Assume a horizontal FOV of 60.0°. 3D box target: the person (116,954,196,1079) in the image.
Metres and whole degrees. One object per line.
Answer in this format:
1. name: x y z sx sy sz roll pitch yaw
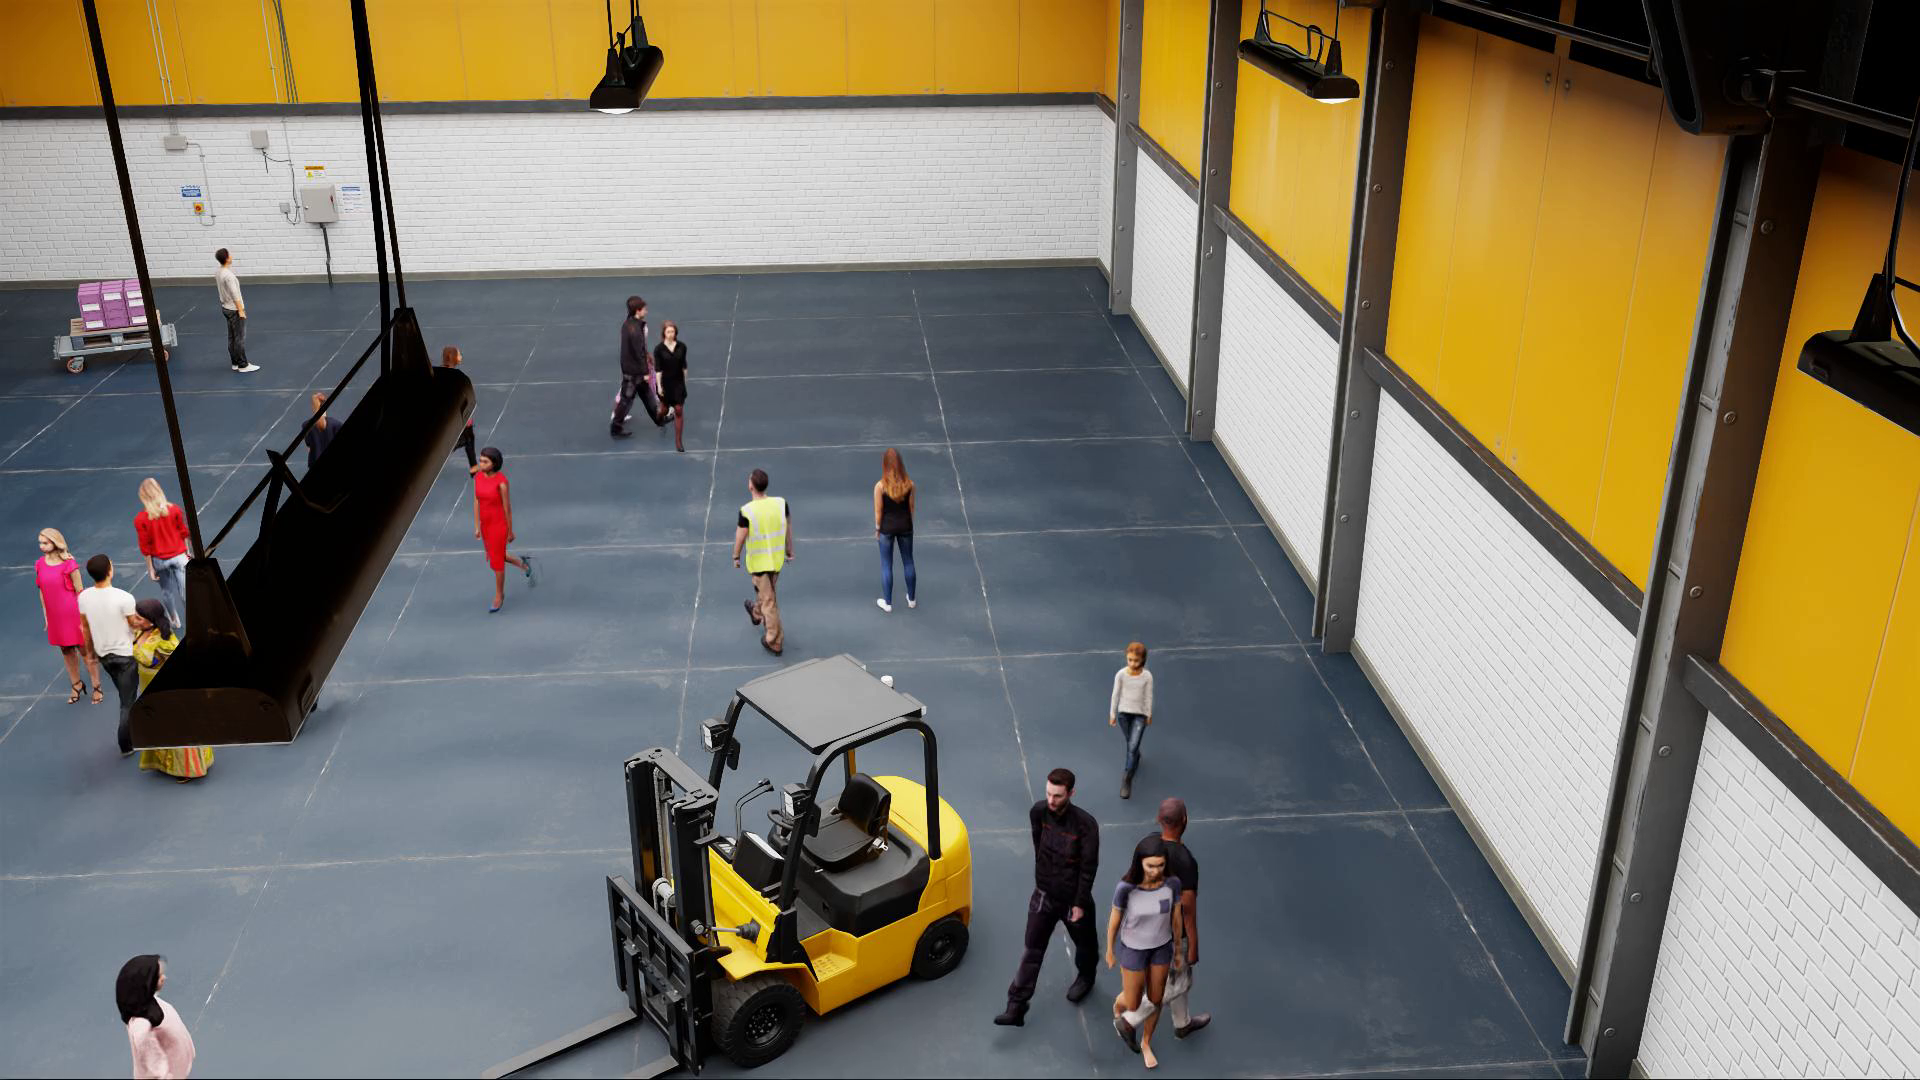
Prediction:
1. person: -4.528 3.104 9.442 0.769 1.766 0.599 -10 25 -21

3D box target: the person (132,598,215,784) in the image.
1. person: -6.617 1.225 13.873 1.005 1.660 1.055 17 29 33

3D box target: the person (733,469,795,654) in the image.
1. person: -1.833 0.234 15.955 1.086 1.808 1.230 -18 29 -35

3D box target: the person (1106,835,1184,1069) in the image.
1. person: 1.172 2.579 10.703 0.680 1.718 0.736 -6 24 -14

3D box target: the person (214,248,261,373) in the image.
1. person: -10.563 -3.344 24.137 0.794 1.811 0.706 -21 31 -39

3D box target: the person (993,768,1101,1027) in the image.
1. person: 0.739 2.328 11.100 1.150 1.860 1.297 14 27 28

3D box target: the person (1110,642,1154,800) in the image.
1. person: 1.448 1.433 13.868 0.698 1.282 0.991 6 24 13

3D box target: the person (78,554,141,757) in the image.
1. person: -7.251 1.011 14.213 0.779 1.779 1.019 2 24 5

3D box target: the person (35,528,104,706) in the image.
1. person: -8.065 0.678 15.039 0.611 1.729 0.597 3 24 6

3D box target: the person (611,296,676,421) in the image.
1. person: -4.362 -2.355 22.028 0.657 1.688 1.095 -1 24 -3

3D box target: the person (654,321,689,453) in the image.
1. person: -3.701 -1.983 21.181 0.796 1.685 1.016 -10 26 -22

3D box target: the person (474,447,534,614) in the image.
1. person: -4.678 -0.145 16.931 0.878 1.720 1.033 11 26 24

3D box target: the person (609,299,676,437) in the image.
1. person: -4.318 -2.190 21.512 1.016 1.798 1.177 -11 26 -24

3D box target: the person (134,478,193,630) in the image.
1. person: -7.623 0.246 16.105 1.009 1.666 1.235 -15 28 -31

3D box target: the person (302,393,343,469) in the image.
1. person: -7.038 -0.838 18.553 0.621 1.692 0.546 -3 24 -6

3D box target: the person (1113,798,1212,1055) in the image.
1. person: 1.287 2.525 10.772 0.994 1.762 1.069 -8 25 -18

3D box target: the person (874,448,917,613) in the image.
1. person: -0.653 -0.104 16.837 0.642 1.721 0.587 -8 25 -18
